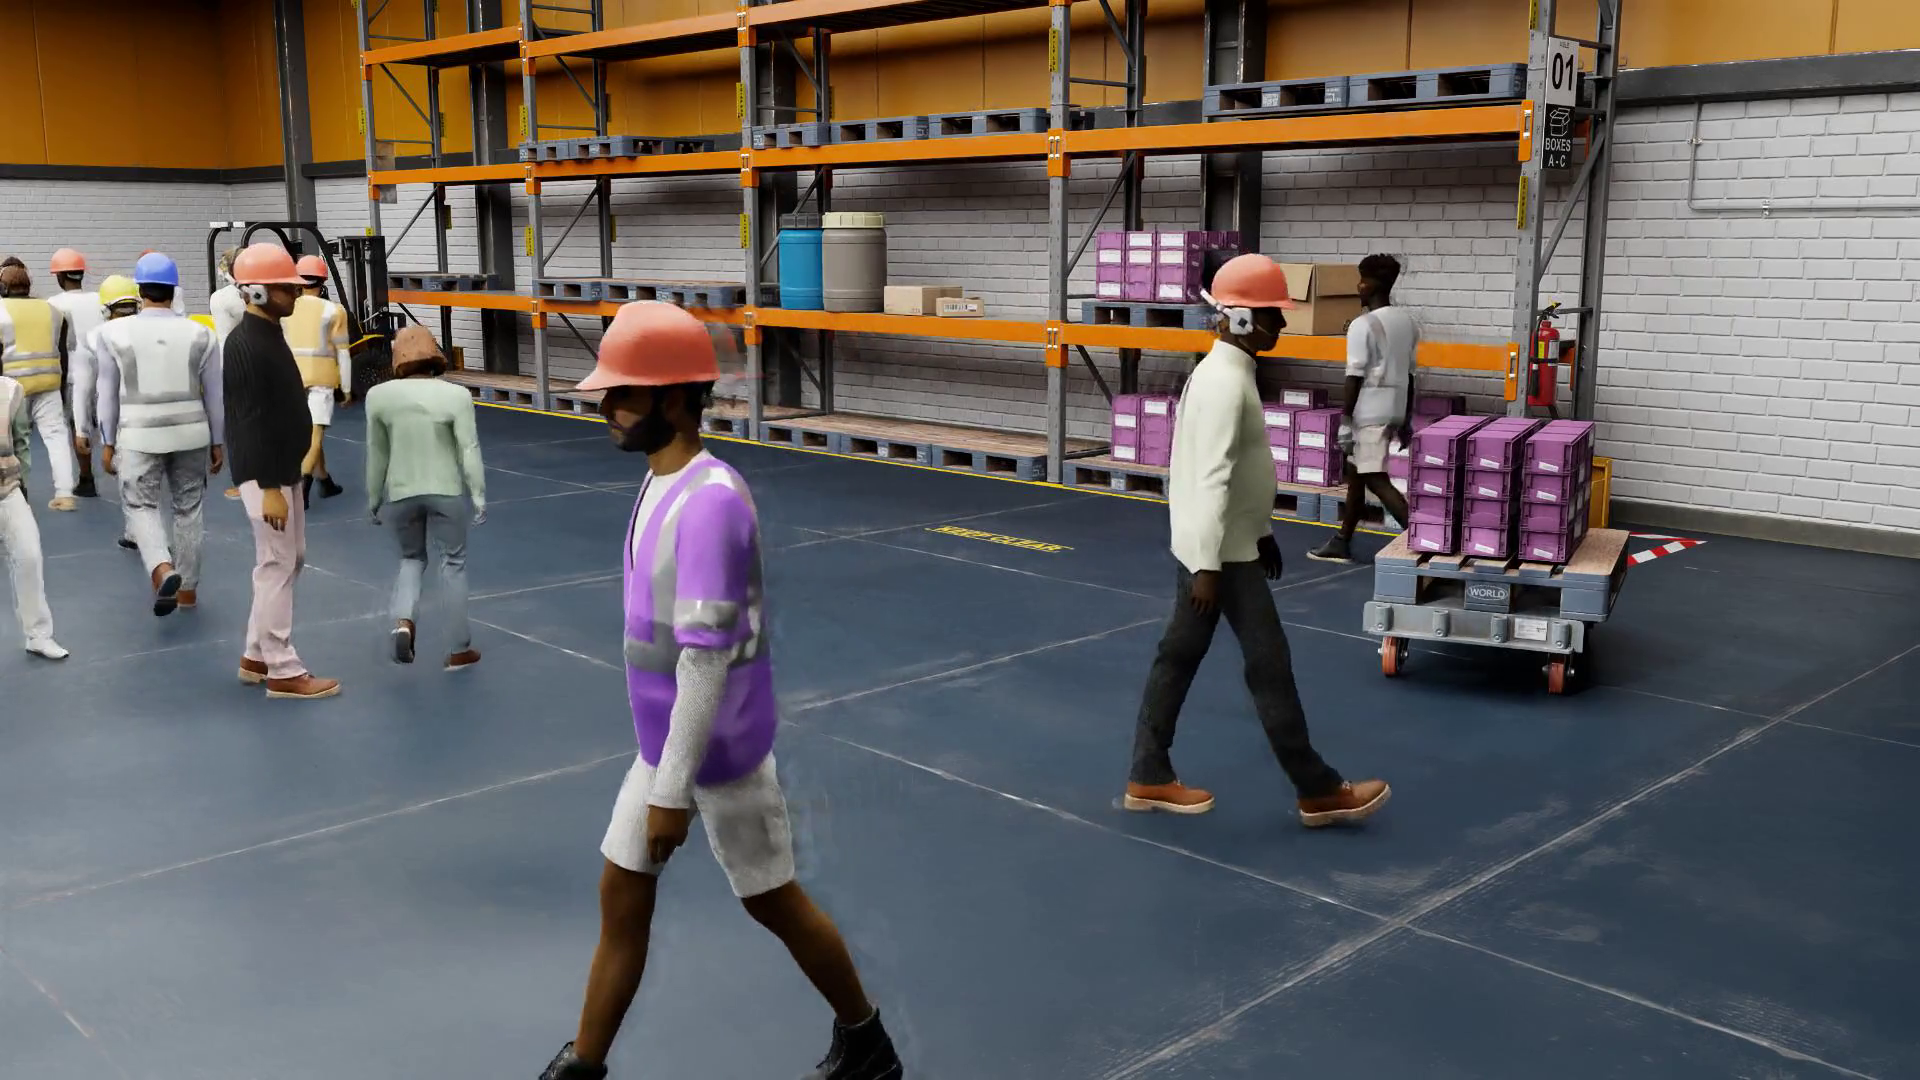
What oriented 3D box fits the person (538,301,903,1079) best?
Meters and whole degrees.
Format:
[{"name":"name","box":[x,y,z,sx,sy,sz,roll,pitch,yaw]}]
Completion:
[{"name":"person","box":[-0.579,0.422,3.673,0.998,1.889,0.581,-5,11,-24]}]

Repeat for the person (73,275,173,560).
[{"name":"person","box":[-5.116,-0.733,10.270,0.946,1.784,0.601,10,14,43]}]

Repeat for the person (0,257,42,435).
[{"name":"person","box":[-9.647,-1.986,17.029,0.503,1.815,1.019,-7,13,-35]}]

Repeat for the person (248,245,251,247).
[{"name":"person","box":[-8.951,-2.779,21.092,0.403,1.900,0.636,-5,11,-24]}]

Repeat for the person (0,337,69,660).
[{"name":"person","box":[-4.556,-0.197,7.790,0.665,1.617,0.536,7,13,35]}]

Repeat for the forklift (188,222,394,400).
[{"name":"forklift","box":[-8.169,-2.758,20.163,2.313,2.155,1.214,-10,14,-44]}]

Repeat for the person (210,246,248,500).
[{"name":"person","box":[-5.478,-1.276,12.781,0.365,1.940,0.636,4,11,20]}]

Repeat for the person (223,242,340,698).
[{"name":"person","box":[-2.999,-0.293,7.298,0.396,2.000,0.619,-2,11,-11]}]

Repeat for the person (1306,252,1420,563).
[{"name":"person","box":[2.540,-0.750,9.965,0.962,1.928,0.615,10,15,44]}]

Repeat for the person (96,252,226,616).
[{"name":"person","box":[-4.169,-0.535,8.745,0.626,1.933,0.655,-7,12,-33]}]

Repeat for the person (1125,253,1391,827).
[{"name":"person","box":[1.023,0.017,5.680,0.971,1.947,0.639,1,10,6]}]

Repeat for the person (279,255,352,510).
[{"name":"person","box":[-4.893,-1.186,12.474,0.570,1.890,1.000,0,10,0]}]

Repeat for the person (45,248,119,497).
[{"name":"person","box":[-6.712,-1.269,12.789,0.564,1.922,0.562,7,12,33]}]

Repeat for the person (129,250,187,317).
[{"name":"person","box":[-8.137,-1.992,16.867,0.623,1.865,0.562,-7,13,-34]}]

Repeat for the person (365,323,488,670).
[{"name":"person","box":[-2.475,-0.179,7.682,0.566,1.606,0.453,0,10,-1]}]

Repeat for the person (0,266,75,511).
[{"name":"person","box":[-6.922,-1.116,12.310,0.963,1.790,0.637,7,13,35]}]
